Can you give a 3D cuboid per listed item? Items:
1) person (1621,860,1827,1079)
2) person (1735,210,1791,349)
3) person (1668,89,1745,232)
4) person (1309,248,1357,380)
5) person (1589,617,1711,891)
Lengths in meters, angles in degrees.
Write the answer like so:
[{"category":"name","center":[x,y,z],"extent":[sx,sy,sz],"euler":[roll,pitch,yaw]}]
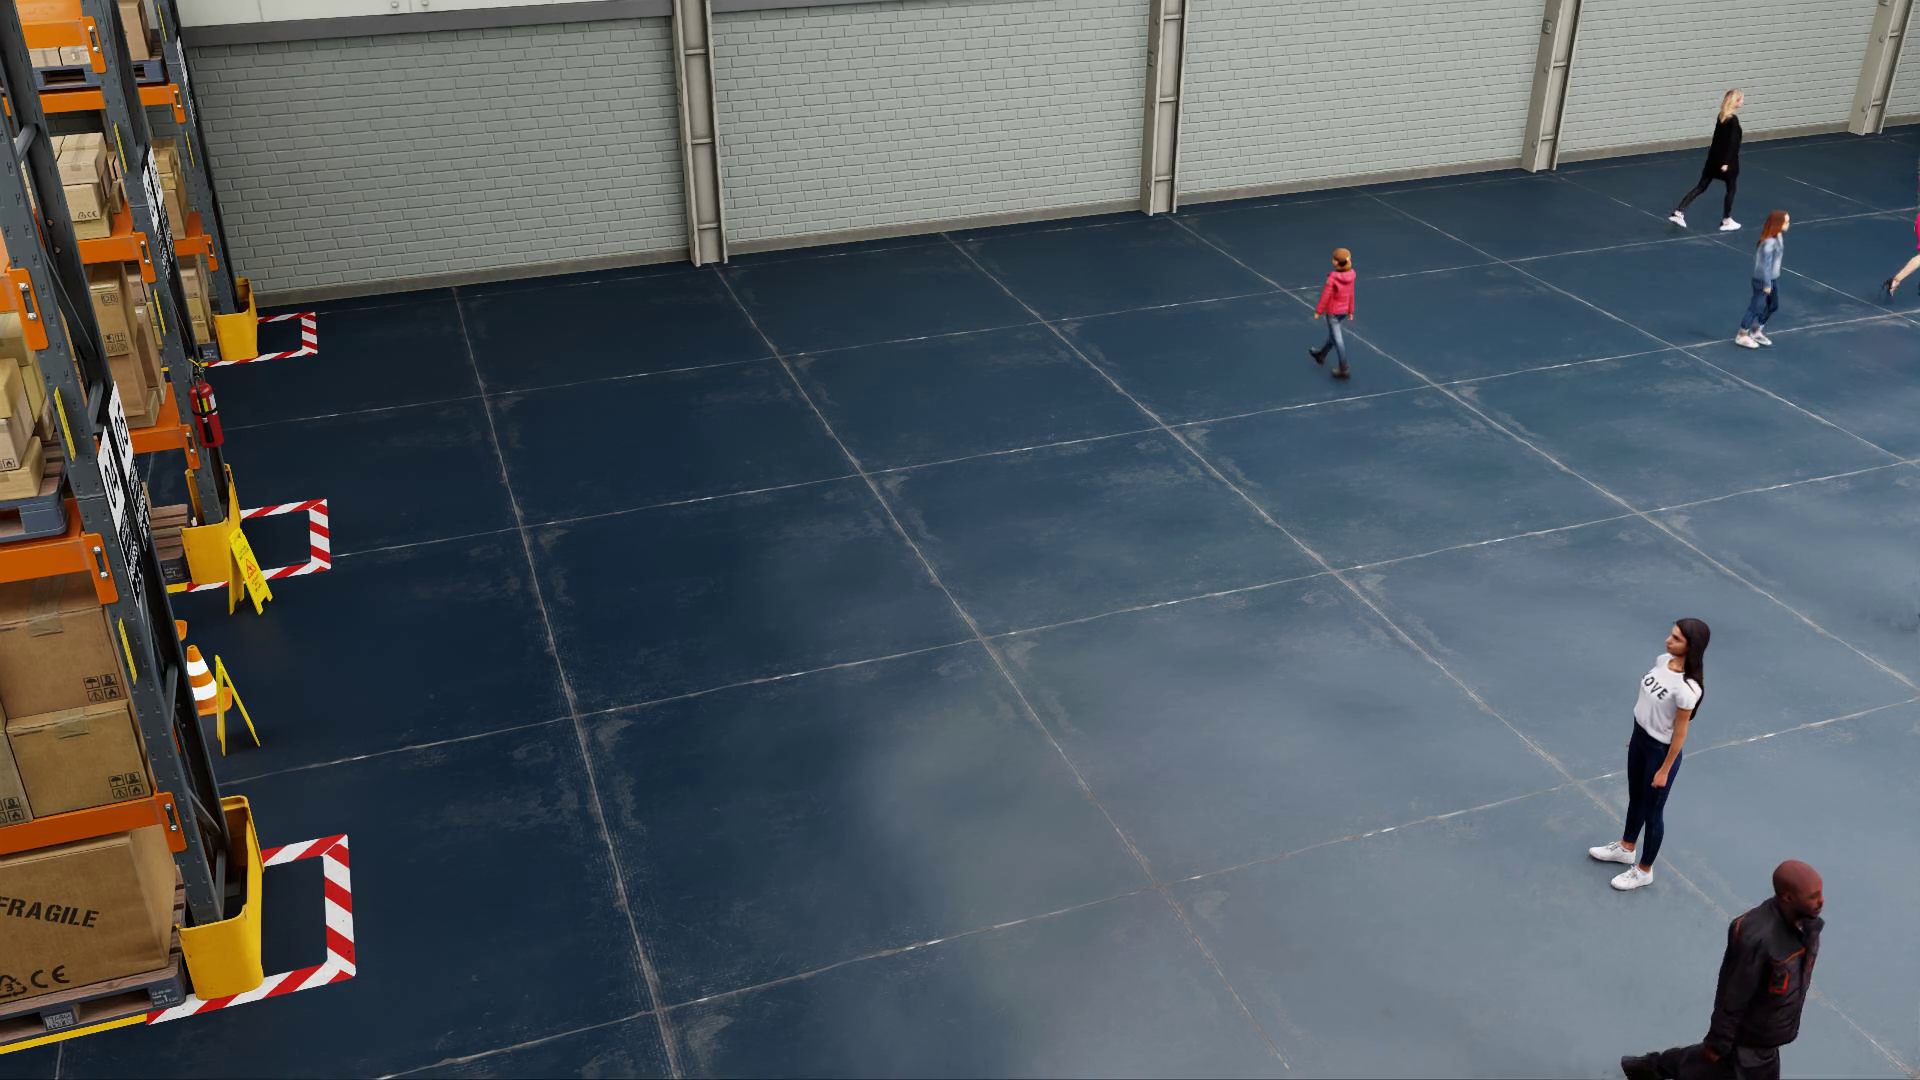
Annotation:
[{"category":"person","center":[3.586,2.179,7.745],"extent":[1.197,1.807,1.059],"euler":[-25,37,-39]},{"category":"person","center":[8.304,-2.722,17.312],"extent":[0.744,1.466,0.655],"euler":[20,34,32]},{"category":"person","center":[9.349,-4.678,20.665],"extent":[1.223,1.766,0.802],"euler":[-3,28,-6]},{"category":"person","center":[3.810,-2.234,16.587],"extent":[0.881,1.286,0.728],"euler":[-18,33,-30]},{"category":"person","center":[4.019,1.217,9.587],"extent":[0.610,1.774,0.642],"euler":[-2,28,-4]}]
